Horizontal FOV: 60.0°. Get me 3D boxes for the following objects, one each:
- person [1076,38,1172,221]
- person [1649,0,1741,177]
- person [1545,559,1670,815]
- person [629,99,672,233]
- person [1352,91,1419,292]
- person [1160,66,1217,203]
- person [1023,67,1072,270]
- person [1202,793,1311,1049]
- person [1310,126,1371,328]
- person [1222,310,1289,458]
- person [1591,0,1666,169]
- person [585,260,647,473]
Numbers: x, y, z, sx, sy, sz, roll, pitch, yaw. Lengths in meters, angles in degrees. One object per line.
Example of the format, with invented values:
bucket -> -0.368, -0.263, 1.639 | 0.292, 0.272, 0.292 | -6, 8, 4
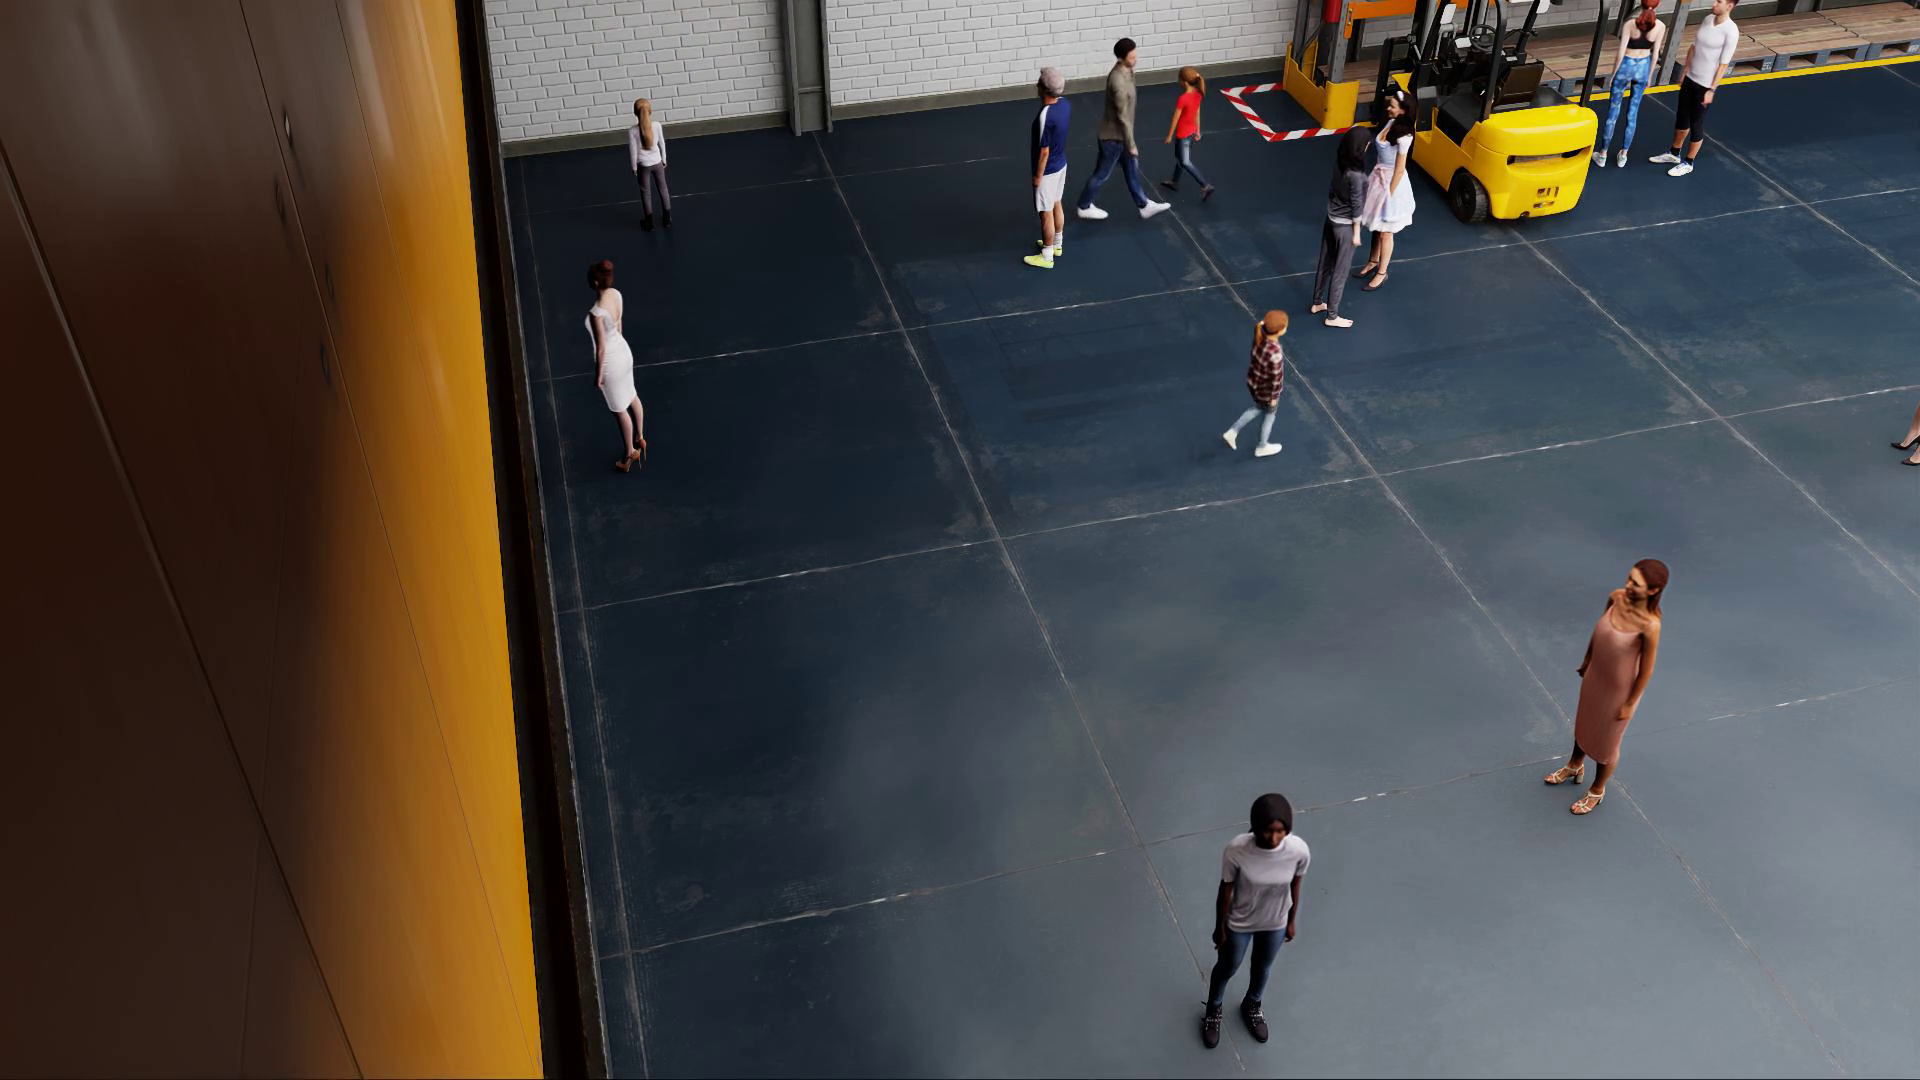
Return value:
person -> 1.329, -3.714, 15.265 | 1.246, 1.815, 1.034 | 5, 39, 6
person -> 7.231, -4.483, 16.199 | 0.548, 1.852, 0.654 | -10, 40, -12
person -> 3.752, 0.838, 9.553 | 0.514, 1.831, 0.602 | -12, 40, -14
person -> -2.874, -3.483, 15.406 | 0.486, 1.279, 0.585 | -17, 42, -20
person -> 3.695, -3.021, 14.395 | 0.752, 1.818, 0.728 | -5, 39, -6
person -> 2.211, -3.843, 15.854 | 0.834, 1.283, 0.860 | 30, 47, 32
person -> 0.790, -3.306, 14.736 | 0.762, 1.839, 0.721 | 16, 41, 19
person -> 1.468, 1.899, 8.314 | 0.511, 1.719, 0.673 | -4, 39, -5
person -> 3.204, -2.639, 13.960 | 0.516, 1.765, 0.599 | -11, 40, -14
person -> 2.235, -1.162, 12.485 | 0.698, 1.297, 0.538 | -10, 40, -13
person -> 6.571, -4.522, 16.301 | 0.631, 1.785, 0.714 | 4, 39, 5
person -> -2.532, -1.282, 12.240 | 0.651, 1.790, 0.642 | 11, 40, 13
